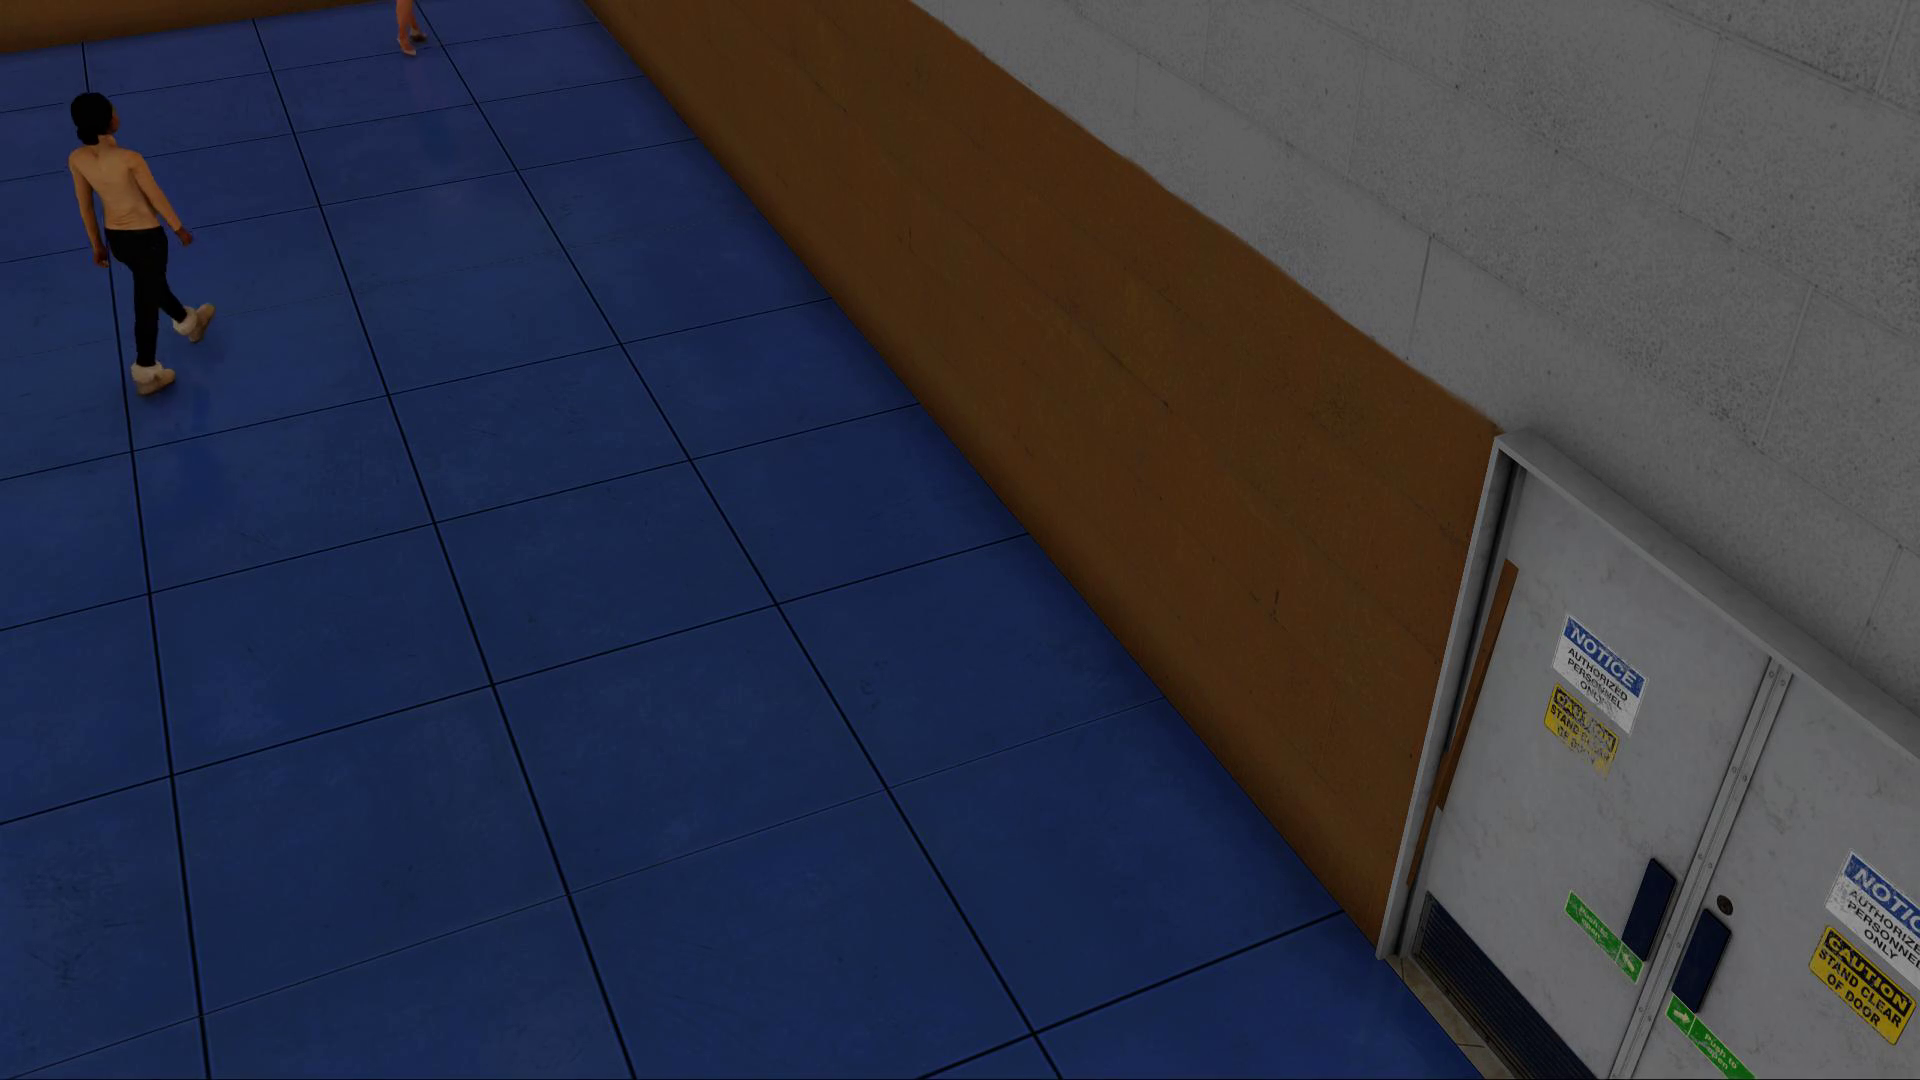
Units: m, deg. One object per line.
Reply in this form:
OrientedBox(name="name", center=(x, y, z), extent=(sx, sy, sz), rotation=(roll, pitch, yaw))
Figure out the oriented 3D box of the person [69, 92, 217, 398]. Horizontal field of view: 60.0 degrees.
OrientedBox(name="person", center=(-4.469, -1.547, 8.936), extent=(1.089, 1.616, 1.060), rotation=(8, 38, 10))
